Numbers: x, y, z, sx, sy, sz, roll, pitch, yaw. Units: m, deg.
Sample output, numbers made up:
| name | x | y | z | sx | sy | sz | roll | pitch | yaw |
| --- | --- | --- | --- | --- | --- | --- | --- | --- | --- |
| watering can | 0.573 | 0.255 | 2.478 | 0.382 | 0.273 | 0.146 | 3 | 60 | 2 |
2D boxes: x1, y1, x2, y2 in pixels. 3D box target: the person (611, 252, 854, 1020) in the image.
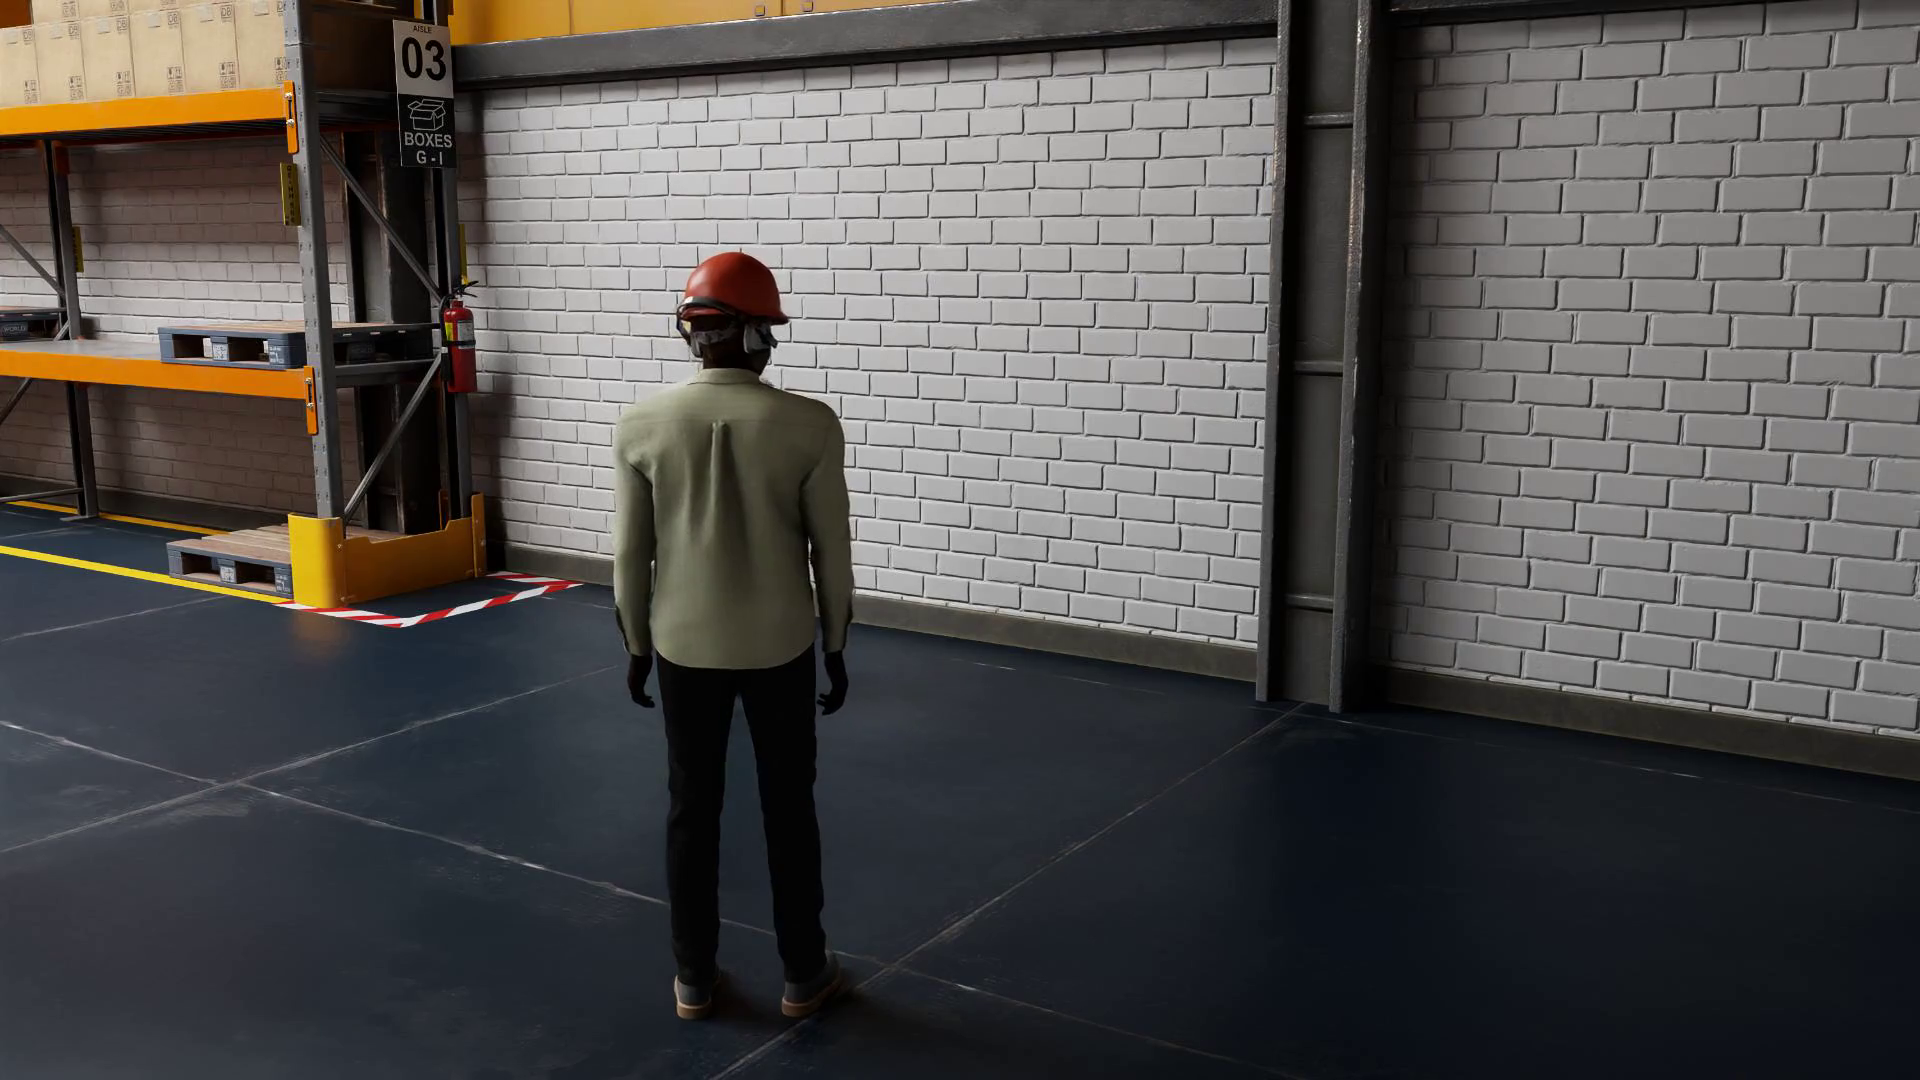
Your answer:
| name | x | y | z | sx | sy | sz | roll | pitch | yaw |
| --- | --- | --- | --- | --- | --- | --- | --- | --- | --- |
| person | -0.579 | 0.261 | 4.325 | 0.614 | 1.988 | 0.396 | 0 | 10 | 2 |

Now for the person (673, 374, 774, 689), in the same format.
| name | x | y | z | sx | sy | sz | roll | pitch | yaw |
| --- | --- | --- | --- | --- | --- | --- | --- | --- | --- |
| person | -1.016 | -0.172 | 7.342 | 0.553 | 1.753 | 0.351 | 4 | 11 | 20 |
